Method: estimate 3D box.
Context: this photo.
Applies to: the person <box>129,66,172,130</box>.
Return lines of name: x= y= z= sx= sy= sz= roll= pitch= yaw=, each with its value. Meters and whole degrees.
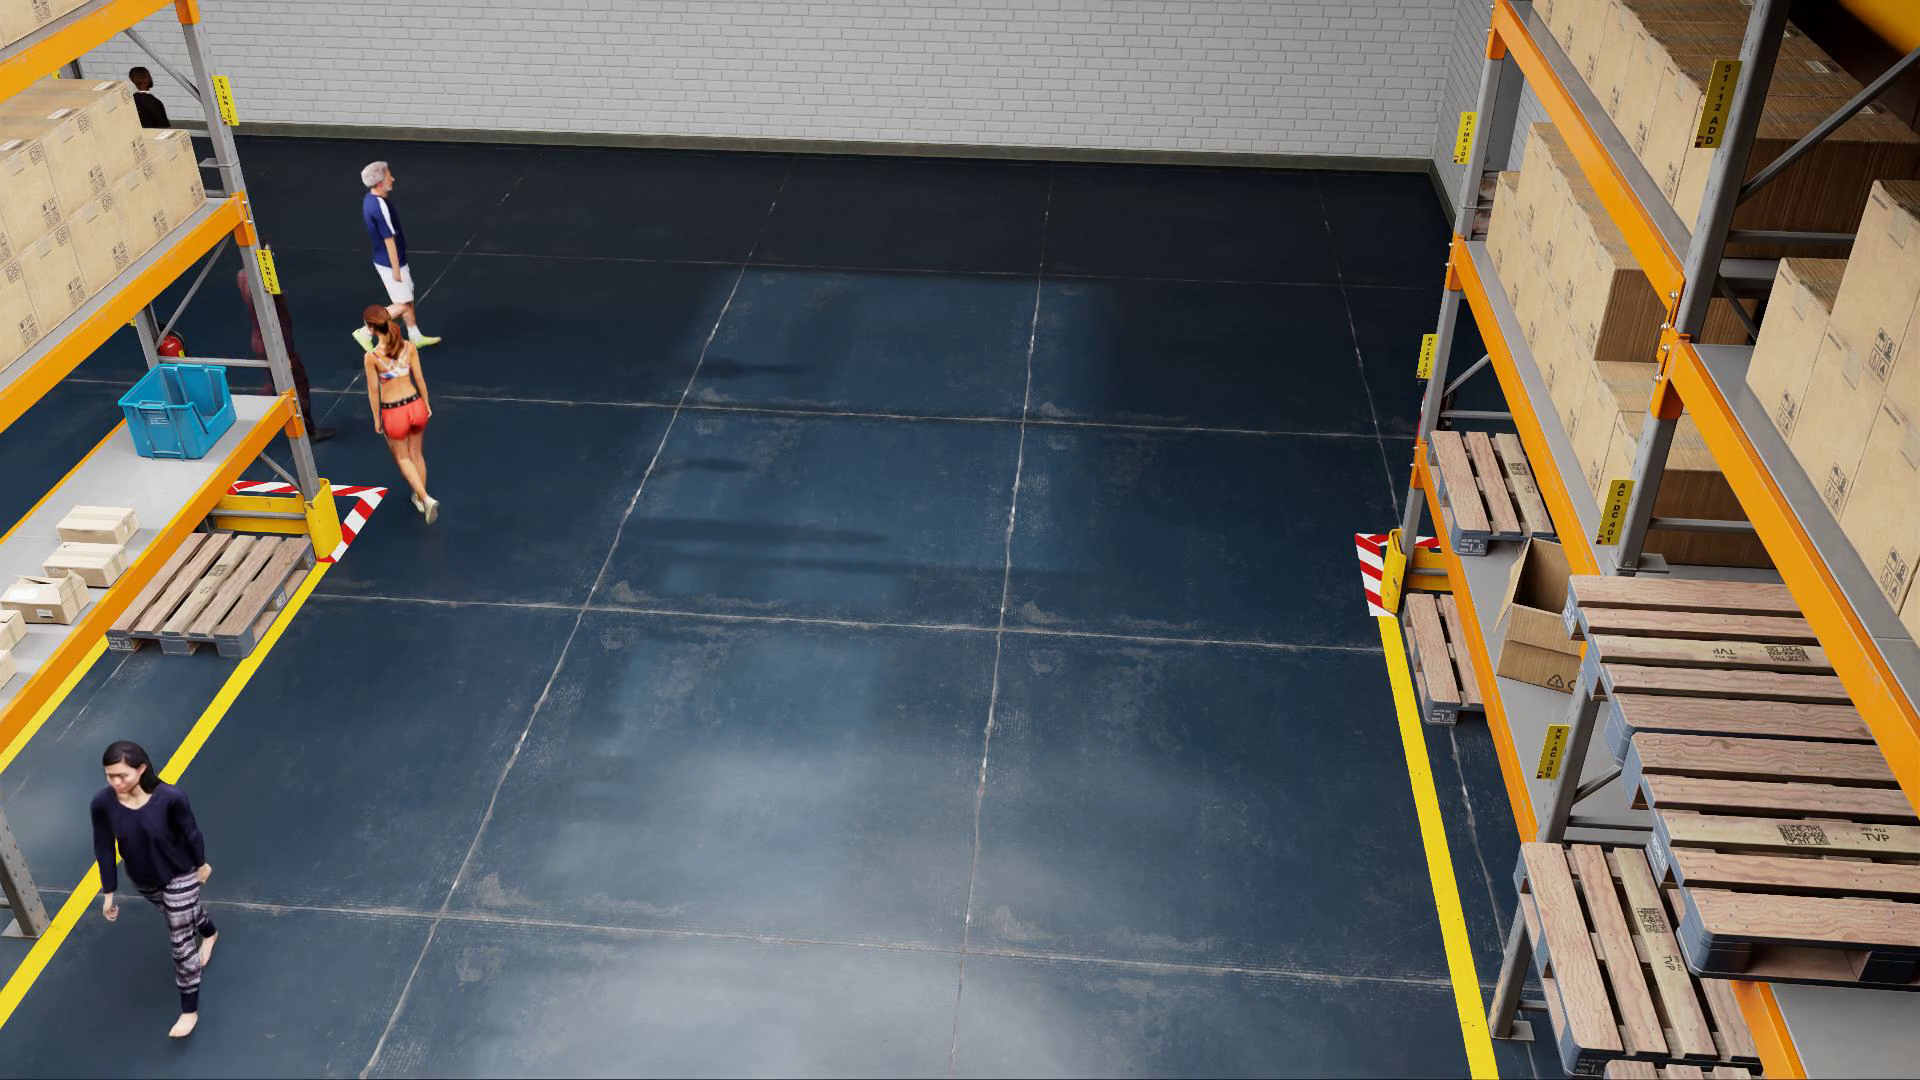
person: x=-8.201 y=-3.896 z=16.950 sx=0.812 sy=1.790 sz=0.824 roll=19 pitch=38 yaw=26

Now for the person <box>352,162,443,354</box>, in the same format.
person: x=-5.132 y=-2.458 z=14.761 sx=1.038 sy=1.818 sz=1.053 roll=-18 pitch=38 yaw=-25

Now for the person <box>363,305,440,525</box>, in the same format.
person: x=-4.138 y=-0.887 z=12.440 sx=0.944 sy=1.769 sz=1.012 roll=-23 pitch=40 yaw=-31

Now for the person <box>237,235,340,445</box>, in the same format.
person: x=-5.584 y=-1.547 z=13.363 sx=1.121 sy=1.848 sz=1.041 roll=-27 pitch=42 yaw=-34

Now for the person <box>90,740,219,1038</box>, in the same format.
person: x=-4.139 y=1.665 z=8.675 sx=0.721 sy=1.689 sz=1.082 roll=-1 pitch=34 yaw=-2
